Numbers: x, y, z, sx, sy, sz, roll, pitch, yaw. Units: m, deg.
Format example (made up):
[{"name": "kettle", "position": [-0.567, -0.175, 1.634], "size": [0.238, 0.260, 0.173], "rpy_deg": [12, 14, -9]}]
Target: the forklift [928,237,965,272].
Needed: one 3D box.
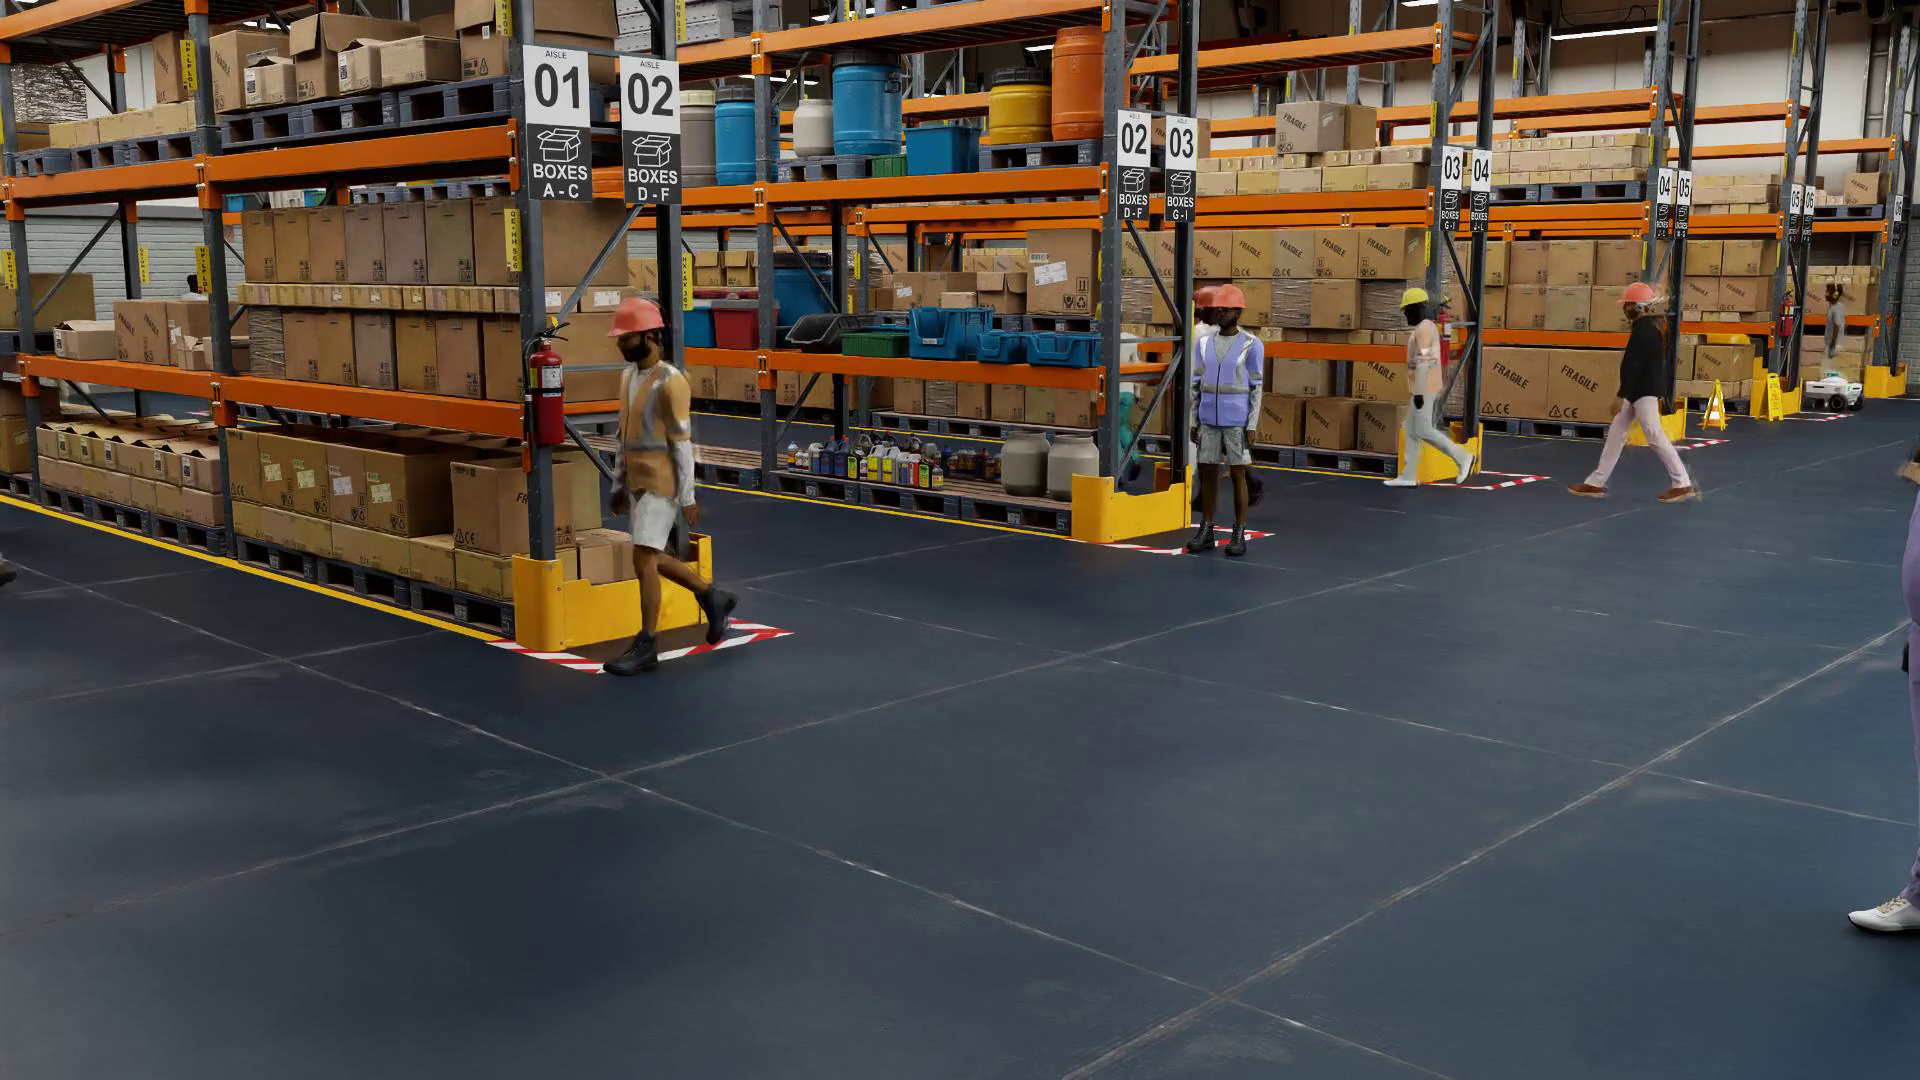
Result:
[{"name": "forklift", "position": [-0.326, -5.817, 39.609], "size": [1.129, 2.768, 1.873], "rpy_deg": [9, 13, 43]}]

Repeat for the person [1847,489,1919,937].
[{"name": "person", "position": [2.960, 0.316, 4.857], "size": [0.409, 1.909, 0.640], "rpy_deg": [0, 9, -1]}]

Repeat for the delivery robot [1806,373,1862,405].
[{"name": "delivery robot", "position": [12.738, -2.200, 24.260], "size": [0.477, 0.478, 0.707], "rpy_deg": [-5, 11, -29]}]

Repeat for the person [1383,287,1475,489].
[{"name": "person", "position": [4.438, -1.424, 15.624], "size": [0.758, 1.882, 0.647], "rpy_deg": [2, 10, 15]}]

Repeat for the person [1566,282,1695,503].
[{"name": "person", "position": [6.035, -1.303, 14.714], "size": [1.067, 1.938, 0.631], "rpy_deg": [4, 10, 21]}]

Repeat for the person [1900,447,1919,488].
[{"name": "person", "position": [9.289, -1.417, 15.293], "size": [0.595, 1.985, 1.097], "rpy_deg": [-6, 11, -34]}]

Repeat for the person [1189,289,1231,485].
[{"name": "person", "position": [2.325, -1.449, 15.794], "size": [0.667, 1.867, 0.594], "rpy_deg": [6, 11, 33]}]

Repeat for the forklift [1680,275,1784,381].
[{"name": "forklift", "position": [12.480, -3.427, 27.053], "size": [1.214, 2.155, 2.313], "rpy_deg": [9, 13, 43]}]

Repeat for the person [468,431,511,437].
[{"name": "person", "position": [-3.968, -1.125, 13.922], "size": [0.596, 1.828, 0.403], "rpy_deg": [-8, 12, -42]}]

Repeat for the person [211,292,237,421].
[{"name": "person", "position": [-8.881, -2.122, 20.084], "size": [0.620, 1.808, 0.545], "rpy_deg": [-6, 11, -34]}]

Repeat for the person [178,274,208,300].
[{"name": "person", "position": [-13.007, -3.539, 28.324], "size": [0.608, 1.959, 0.380], "rpy_deg": [2, 10, 14]}]

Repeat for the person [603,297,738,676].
[{"name": "person", "position": [-1.513, -0.298, 8.620], "size": [0.764, 1.914, 0.553], "rpy_deg": [-6, 11, -35]}]

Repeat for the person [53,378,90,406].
[{"name": "person", "position": [-10.677, -2.110, 19.889], "size": [0.499, 1.849, 0.530], "rpy_deg": [6, 11, 33]}]

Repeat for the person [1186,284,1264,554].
[{"name": "person", "position": [1.913, -0.873, 12.033], "size": [0.544, 1.943, 0.347], "rpy_deg": [6, 11, 32]}]

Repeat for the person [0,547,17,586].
[{"name": "person", "position": [-6.437, -0.615, 10.592], "size": [0.981, 1.892, 0.665], "rpy_deg": [8, 12, 39]}]

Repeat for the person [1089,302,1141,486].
[{"name": "person", "position": [1.458, -1.379, 15.716], "size": [0.557, 1.742, 0.378], "rpy_deg": [-6, 11, -32]}]

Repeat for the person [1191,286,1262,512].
[{"name": "person", "position": [2.205, -1.173, 13.964], "size": [0.551, 1.915, 0.659], "rpy_deg": [-6, 11, -34]}]

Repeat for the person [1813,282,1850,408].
[{"name": "person", "position": [13.019, -2.898, 24.726], "size": [0.616, 1.855, 0.535], "rpy_deg": [5, 11, 29]}]
